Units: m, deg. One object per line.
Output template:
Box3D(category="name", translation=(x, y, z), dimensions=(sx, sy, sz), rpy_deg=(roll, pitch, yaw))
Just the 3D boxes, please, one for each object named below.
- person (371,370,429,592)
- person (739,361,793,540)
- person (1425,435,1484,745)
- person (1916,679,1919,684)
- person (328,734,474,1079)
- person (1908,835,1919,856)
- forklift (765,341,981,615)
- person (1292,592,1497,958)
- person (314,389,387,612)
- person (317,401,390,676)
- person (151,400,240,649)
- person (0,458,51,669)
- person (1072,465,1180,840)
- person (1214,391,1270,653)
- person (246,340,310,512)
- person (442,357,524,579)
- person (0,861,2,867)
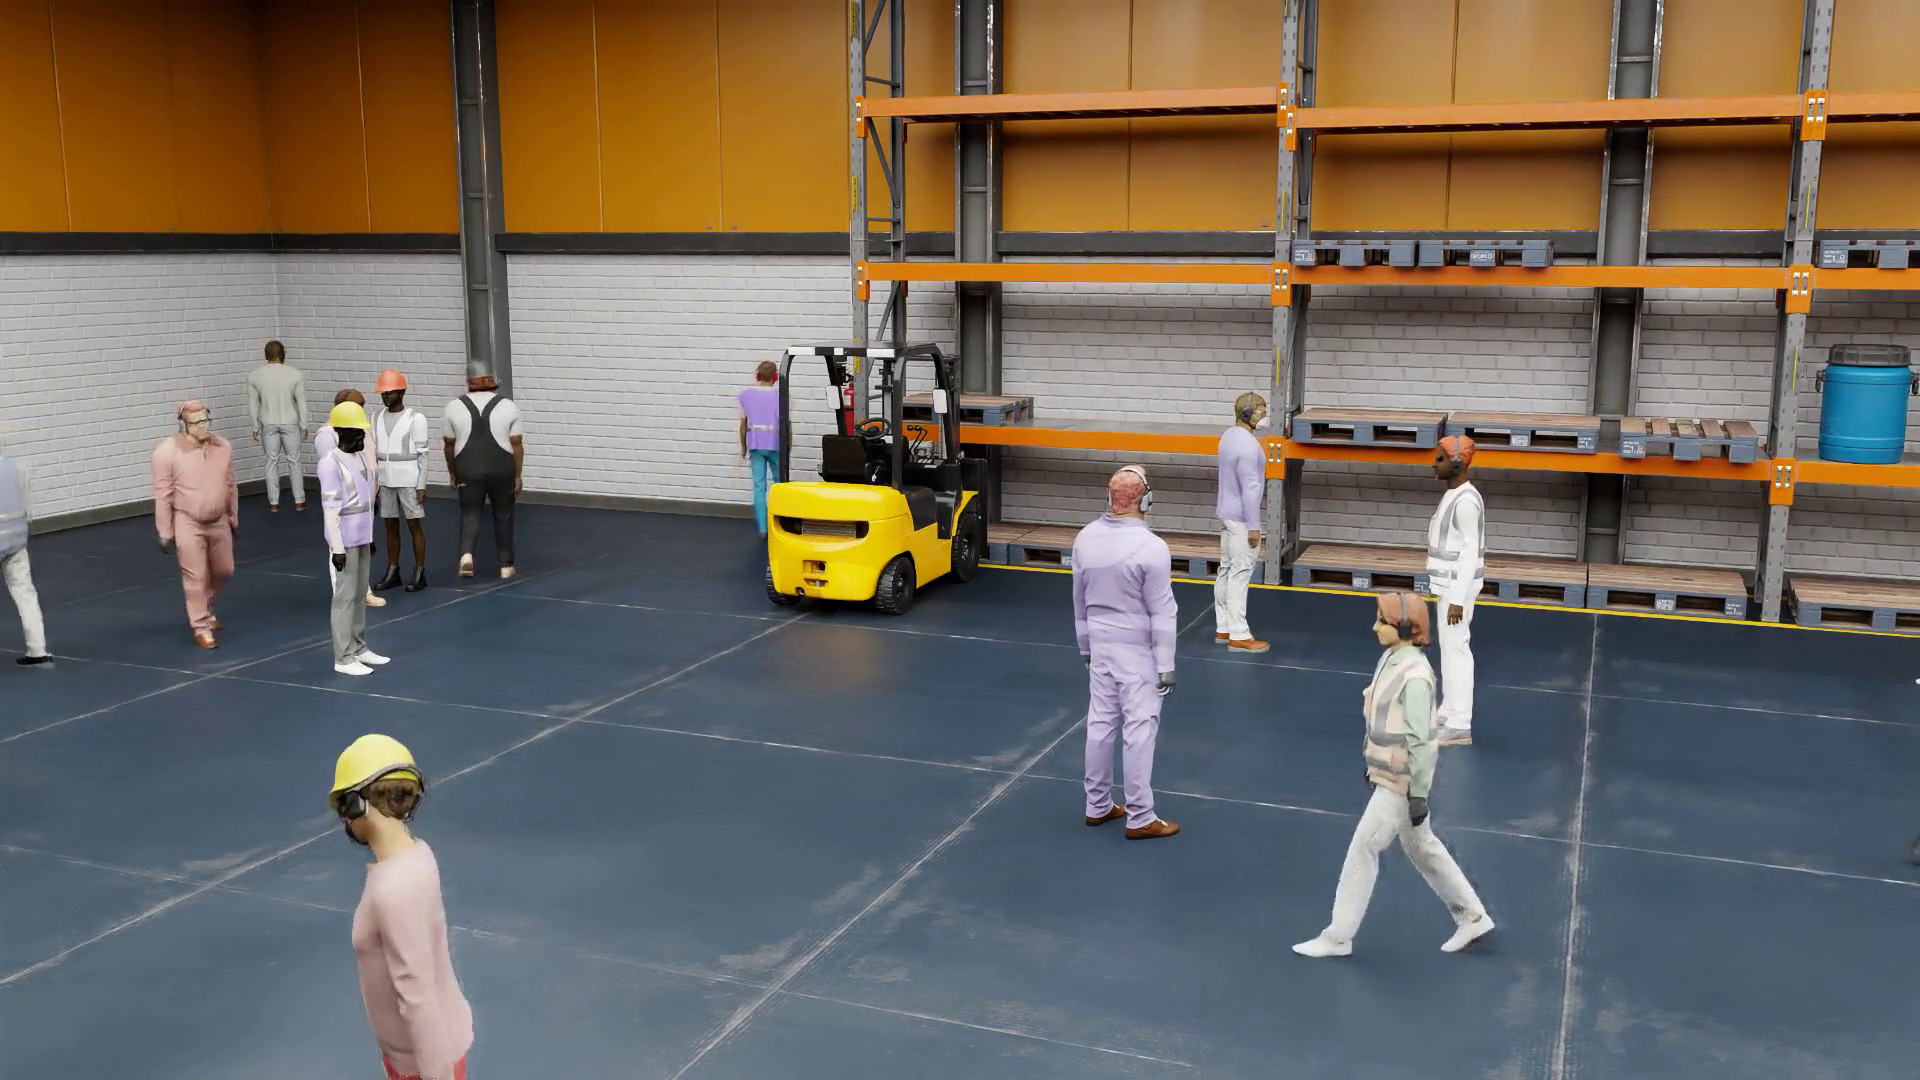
Box3D(category="person", translation=(-4.881, -0.504, 14.443), dimensions=(0.542, 1.928, 0.376), rpy_deg=(3, 11, 14))
Box3D(category="person", translation=(-1.974, -0.940, 17.186), dimensions=(0.579, 1.818, 0.777), rpy_deg=(0, 10, 2))
Box3D(category="person", translation=(2.989, 0.302, 10.080), dimensions=(0.337, 1.879, 0.584), rpy_deg=(2, 10, 9))
Box3D(category="person", translation=(6.872, 0.186, 11.159), dimensions=(0.579, 1.722, 0.494), rpy_deg=(4, 11, 23))
Box3D(category="person", translation=(-1.439, 1.399, 4.422), dimensions=(0.381, 1.719, 0.698), rpy_deg=(-4, 11, -20))
Box3D(category="person", translation=(4.825, 0.712, 7.758), dimensions=(0.525, 1.913, 0.557), rpy_deg=(5, 11, 25))
Box3D(category="forklift", translation=(-0.739, -0.602, 14.246), dimensions=(1.214, 2.155, 2.313), rpy_deg=(4, 11, 21))
Box3D(category="person", translation=(1.886, 0.994, 7.010), dimensions=(0.846, 1.598, 0.529), rpy_deg=(1, 10, 6))
Box3D(category="person", translation=(-4.992, -0.323, 13.679), dimensions=(0.430, 1.843, 0.619), rpy_deg=(3, 11, 14))
Box3D(category="person", translation=(-4.275, -0.018, 11.735), dimensions=(0.373, 1.925, 0.595), rpy_deg=(0, 10, 2))
Box3D(category="person", translation=(-5.788, -0.131, 12.531), dimensions=(0.653, 1.880, 0.675), rpy_deg=(6, 12, 30))
Box3D(category="person", translation=(-6.927, 0.038, 11.814), dimensions=(0.897, 1.790, 0.614), rpy_deg=(4, 11, 19))
Box3D(category="person", translation=(0.871, 0.570, 8.503), dimensions=(0.410, 1.912, 0.651), rpy_deg=(-8, 13, -39))
Box3D(category="person", translation=(2.097, -0.138, 12.390), dimensions=(0.371, 1.935, 0.627), rpy_deg=(-1, 10, -8))
Box3D(category="person", translation=(-7.661, -1.276, 18.720), dimensions=(0.629, 1.936, 0.374), rpy_deg=(-2, 10, -14))
Box3D(category="person", translation=(-4.250, -0.644, 14.907), dimensions=(0.698, 2.000, 0.639), rpy_deg=(-2, 10, -10))
Box3D(category="person", translation=(-5.060, 0.685, 8.196), dimensions=(0.591, 1.798, 0.879), rpy_deg=(-9, 13, -40))
